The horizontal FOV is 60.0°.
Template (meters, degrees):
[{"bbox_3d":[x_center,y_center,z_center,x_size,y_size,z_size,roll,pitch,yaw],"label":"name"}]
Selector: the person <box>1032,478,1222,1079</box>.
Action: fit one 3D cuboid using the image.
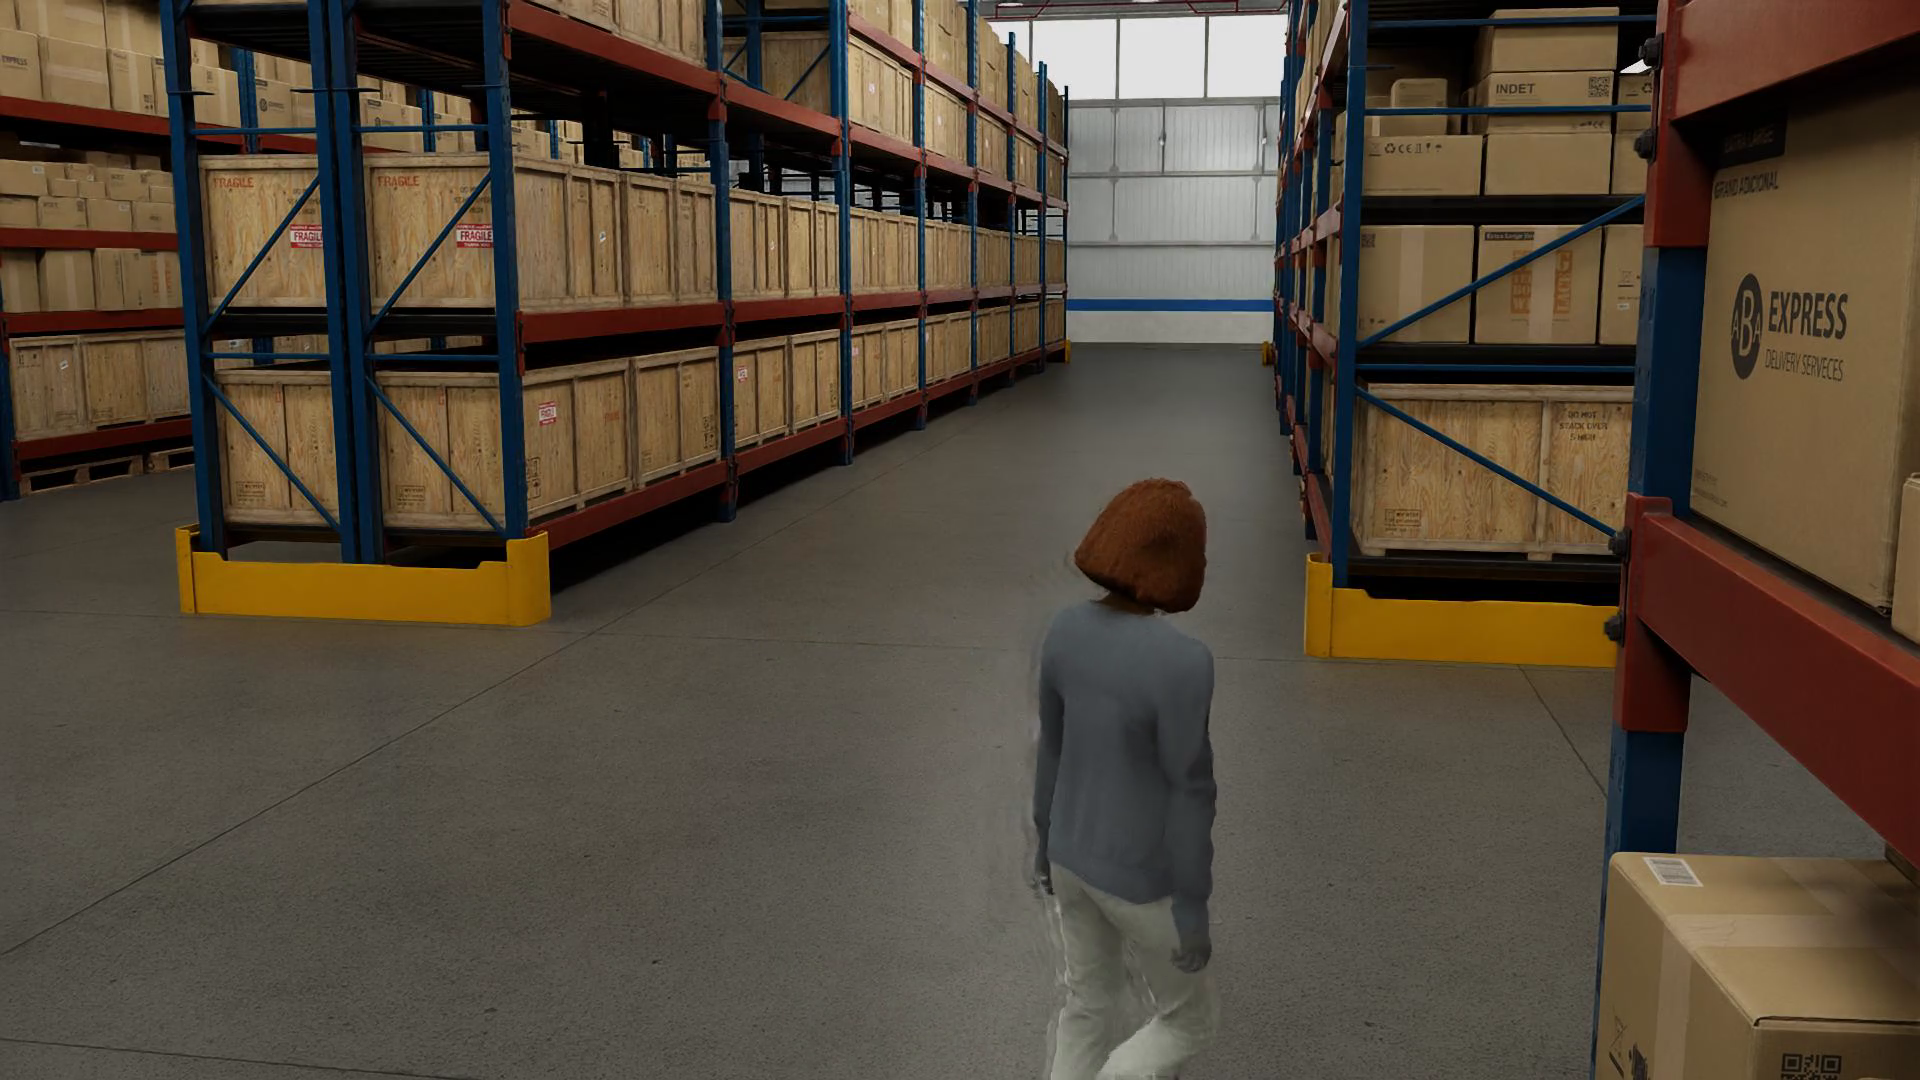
[{"bbox_3d":[0.308,0.678,3.370,0.401,1.613,0.572,-6,11,-33],"label":"person"}]
